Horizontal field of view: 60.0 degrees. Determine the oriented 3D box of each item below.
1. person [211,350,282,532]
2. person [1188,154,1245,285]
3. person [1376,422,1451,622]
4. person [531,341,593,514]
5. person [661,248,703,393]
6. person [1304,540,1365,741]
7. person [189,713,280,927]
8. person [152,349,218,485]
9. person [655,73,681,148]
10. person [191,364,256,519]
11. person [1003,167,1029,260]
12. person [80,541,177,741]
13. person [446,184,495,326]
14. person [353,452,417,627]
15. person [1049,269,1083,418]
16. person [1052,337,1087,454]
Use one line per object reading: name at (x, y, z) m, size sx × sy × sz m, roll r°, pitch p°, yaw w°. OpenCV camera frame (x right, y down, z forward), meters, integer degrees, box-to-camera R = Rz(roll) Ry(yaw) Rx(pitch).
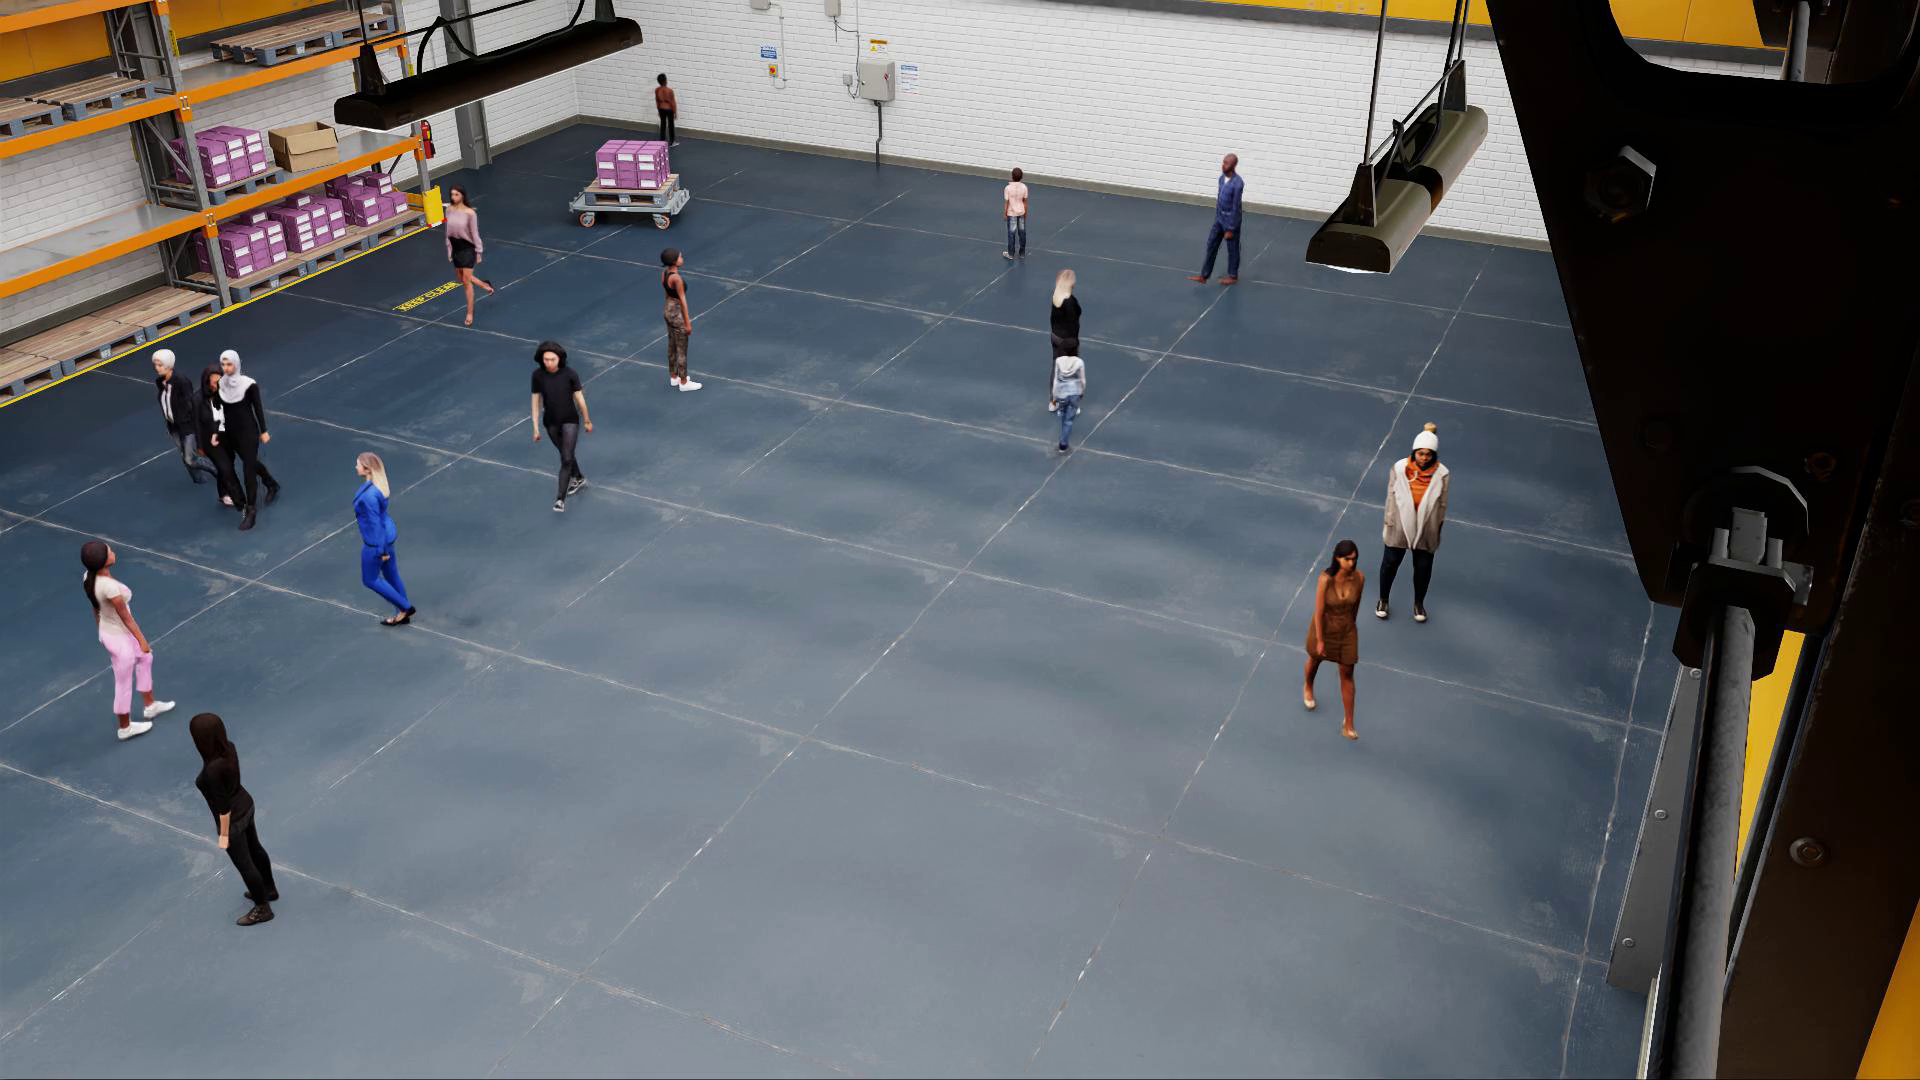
person at (-7.056, -1.061, 16.461) m, size 0.828 × 1.735 × 1.200 m, roll 4°, pitch 29°, yaw 7°
person at (3.661, -4.298, 22.331) m, size 1.105 × 1.796 × 0.998 m, roll -15°, pitch 32°, yaw -25°
person at (4.004, -0.162, 14.651) m, size 0.726 × 1.890 × 0.725 m, roll 7°, pitch 29°, yaw 12°
person at (-3.969, -1.223, 16.703) m, size 0.923 × 1.788 × 1.201 m, roll 4°, pitch 29°, yaw 7°
person at (-3.283, -2.569, 19.263) m, size 0.683 × 1.700 × 0.661 m, roll -18°, pitch 33°, yaw -30°
person at (2.936, 0.713, 13.299) m, size 0.942 × 1.648 × 1.102 m, roll -5°, pitch 29°, yaw -9°
person at (-4.882, 1.859, 11.206) m, size 0.725 × 1.641 × 0.615 m, roll -3°, pitch 29°, yaw -5°
person at (-7.867, -1.173, 17.136) m, size 0.794 × 1.765 × 0.733 m, roll 18°, pitch 33°, yaw 30°
person at (-5.052, -7.388, 28.562) m, size 0.543 × 1.254 × 0.504 m, roll 9°, pitch 30°, yaw 15°
person at (-7.377, -1.007, 16.538) m, size 0.876 × 1.566 × 1.063 m, roll 22°, pitch 35°, yaw 34°
person at (0.791, -4.607, 23.409) m, size 0.587 × 1.307 × 0.645 m, roll -9°, pitch 30°, yaw -16°
person at (-6.682, 0.812, 13.038) m, size 0.737 × 1.725 × 0.835 m, roll 24°, pitch 37°, yaw 37°
person at (-6.262, -3.660, 21.167) m, size 0.666 × 1.791 × 0.985 m, roll 9°, pitch 30°, yaw 17°
person at (-4.970, 0.008, 14.550) m, size 0.806 × 1.688 × 0.722 m, roll -3°, pitch 29°, yaw -6°
person at (1.156, -2.211, 18.622) m, size 0.734 × 1.685 × 0.698 m, roll -13°, pitch 31°, yaw -23°
person at (1.150, -1.533, 17.854) m, size 0.524 × 1.230 × 0.869 m, roll 9°, pitch 30°, yaw 16°
